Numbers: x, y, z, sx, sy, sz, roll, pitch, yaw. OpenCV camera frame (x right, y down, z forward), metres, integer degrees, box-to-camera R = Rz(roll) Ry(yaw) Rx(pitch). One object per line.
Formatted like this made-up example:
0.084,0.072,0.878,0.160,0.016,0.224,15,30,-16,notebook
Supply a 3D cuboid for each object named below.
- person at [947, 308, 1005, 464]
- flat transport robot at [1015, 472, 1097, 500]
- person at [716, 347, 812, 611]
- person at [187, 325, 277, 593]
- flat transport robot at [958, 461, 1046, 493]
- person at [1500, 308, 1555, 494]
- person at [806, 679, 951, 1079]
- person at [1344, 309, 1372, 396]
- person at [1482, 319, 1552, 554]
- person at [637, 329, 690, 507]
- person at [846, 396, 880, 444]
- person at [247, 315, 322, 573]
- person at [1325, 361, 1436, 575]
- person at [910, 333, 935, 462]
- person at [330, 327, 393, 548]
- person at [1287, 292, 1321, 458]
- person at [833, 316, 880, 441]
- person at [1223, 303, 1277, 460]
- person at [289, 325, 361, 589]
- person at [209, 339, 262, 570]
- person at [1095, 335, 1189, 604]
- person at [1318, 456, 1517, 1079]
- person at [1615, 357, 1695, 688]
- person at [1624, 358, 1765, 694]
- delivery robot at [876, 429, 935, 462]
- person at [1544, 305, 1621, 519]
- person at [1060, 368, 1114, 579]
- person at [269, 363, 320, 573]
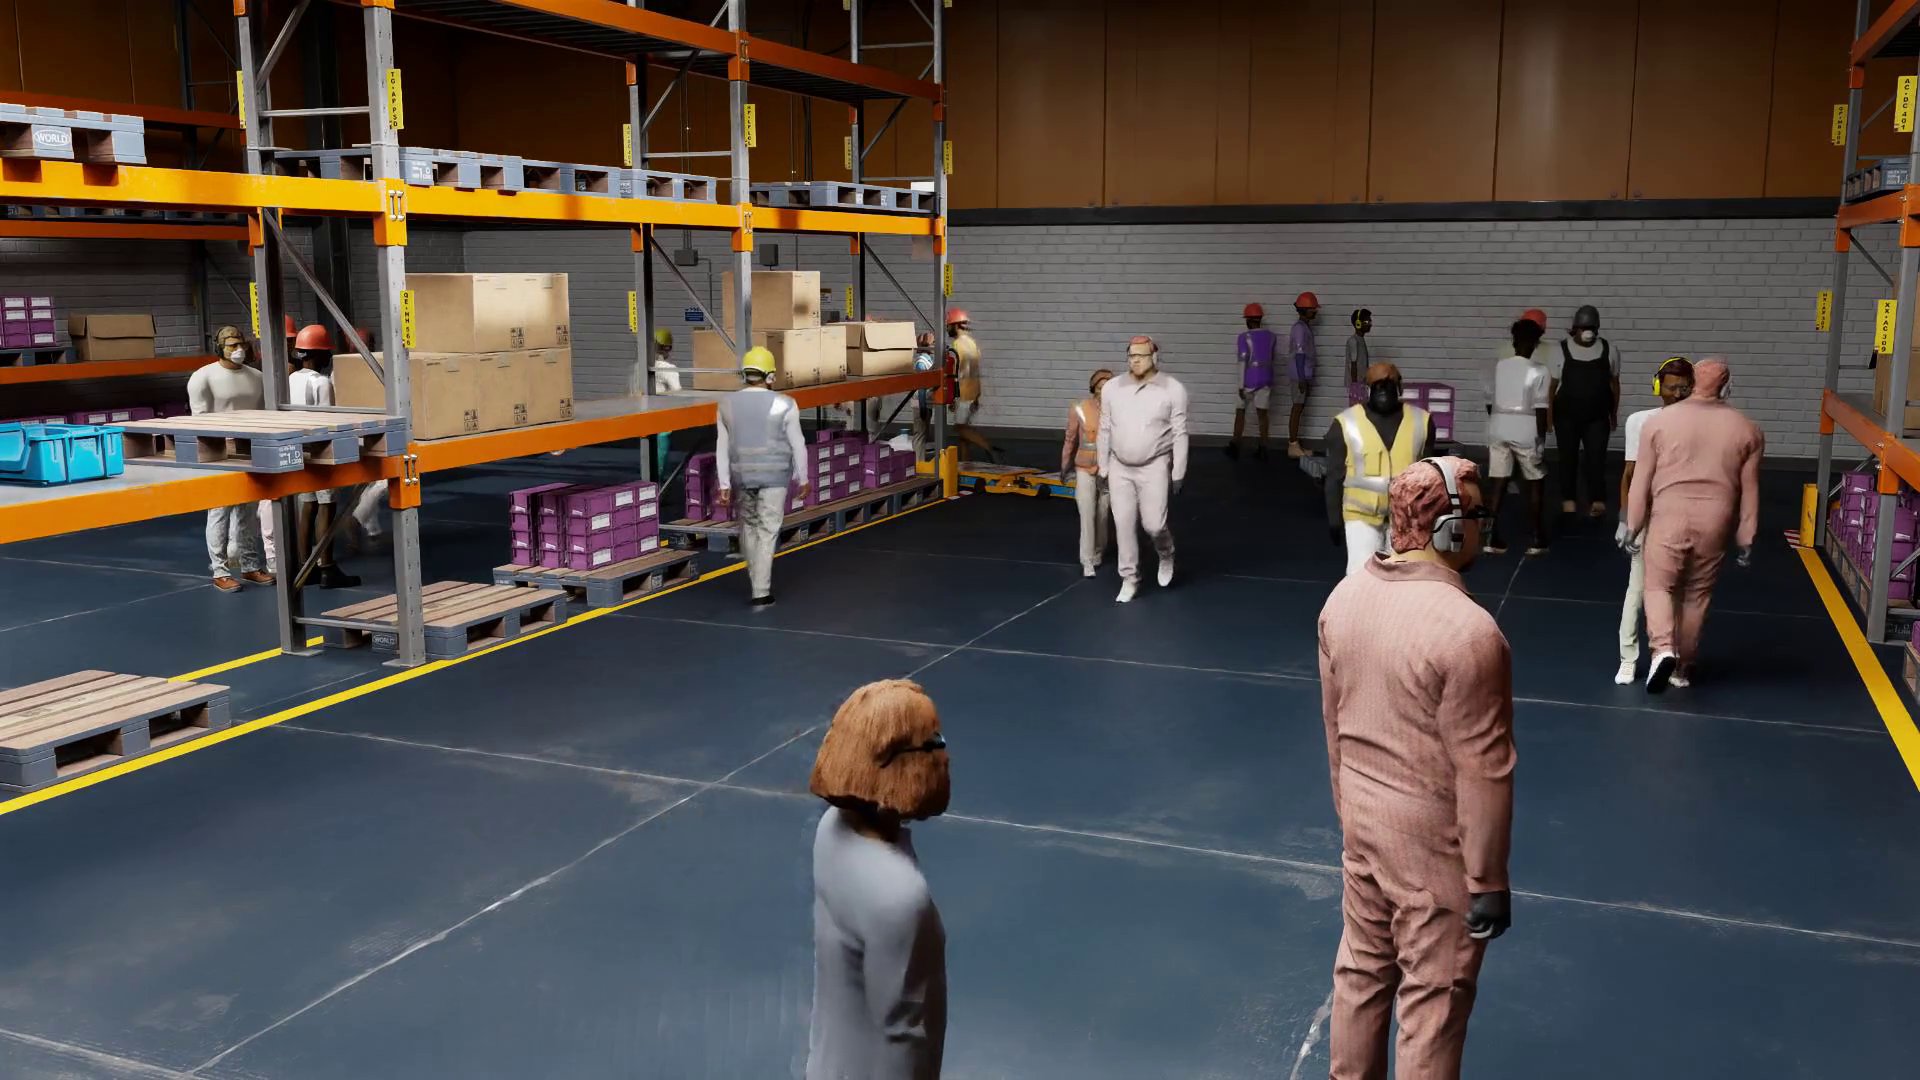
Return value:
0.135,-1.604,18.395,0.747,1.901,0.581,3,10,17,person
1.298,-0.528,16.792,1.431,0.197,0.652,9,13,43,flat transport robot
-1.337,-0.439,11.617,0.599,1.804,0.757,3,10,17,person
-5.303,-0.598,12.176,0.370,1.940,0.627,5,11,28,person
0.216,-0.681,17.717,0.652,0.197,1.431,-9,13,-43,flat transport robot
5.749,-1.379,16.865,0.644,1.957,0.923,1,9,8,person
-0.173,1.053,3.133,0.453,1.618,0.501,-4,10,-21,person
4.648,-1.750,19.394,0.328,1.861,0.514,3,10,18,person
4.557,-0.843,13.681,0.668,1.930,0.630,-9,13,-42,person
-2.931,-1.183,16.302,0.524,1.751,0.420,8,12,41,person
-1.104,-1.448,18.279,0.523,1.626,0.527,-8,12,-39,person
-5.232,-0.750,12.923,0.376,1.995,0.612,9,13,42,person
2.457,-0.141,9.742,0.647,1.825,0.562,0,9,2,person
-0.390,-1.441,18.182,0.315,1.641,0.514,1,9,5,person
-4.963,-0.835,13.835,0.602,1.867,0.713,3,10,17,person
4.239,-2.030,20.533,0.387,2.045,0.605,2,10,15,person
-1.222,-1.602,18.571,0.993,1.829,0.606,-6,11,-31,person
3.568,-1.945,20.422,0.565,1.905,0.768,-3,10,-18,person
-4.705,-0.608,12.237,0.551,1.936,0.356,7,12,37,person
-5.643,-0.705,13.244,0.631,1.818,0.864,7,12,35,person
1.290,-0.511,11.795,0.649,1.890,0.564,4,10,24,person
1.161,0.741,4.157,0.410,1.909,0.643,-4,10,-21,person
3.965,-0.096,9.361,0.507,1.865,0.329,2,10,14,person
4.029,-0.055,9.121,0.694,1.872,0.735,2,10,12,person
-0.610,-0.989,18.443,0.707,0.478,0.477,6,11,34,delivery robot
5.844,-1.218,15.620,0.710,2.000,0.990,2,10,13,person
1.054,-0.536,12.850,0.549,1.592,0.856,0,9,2,person
-5.192,-0.566,12.902,0.497,1.633,0.278,-4,10,-22,person
